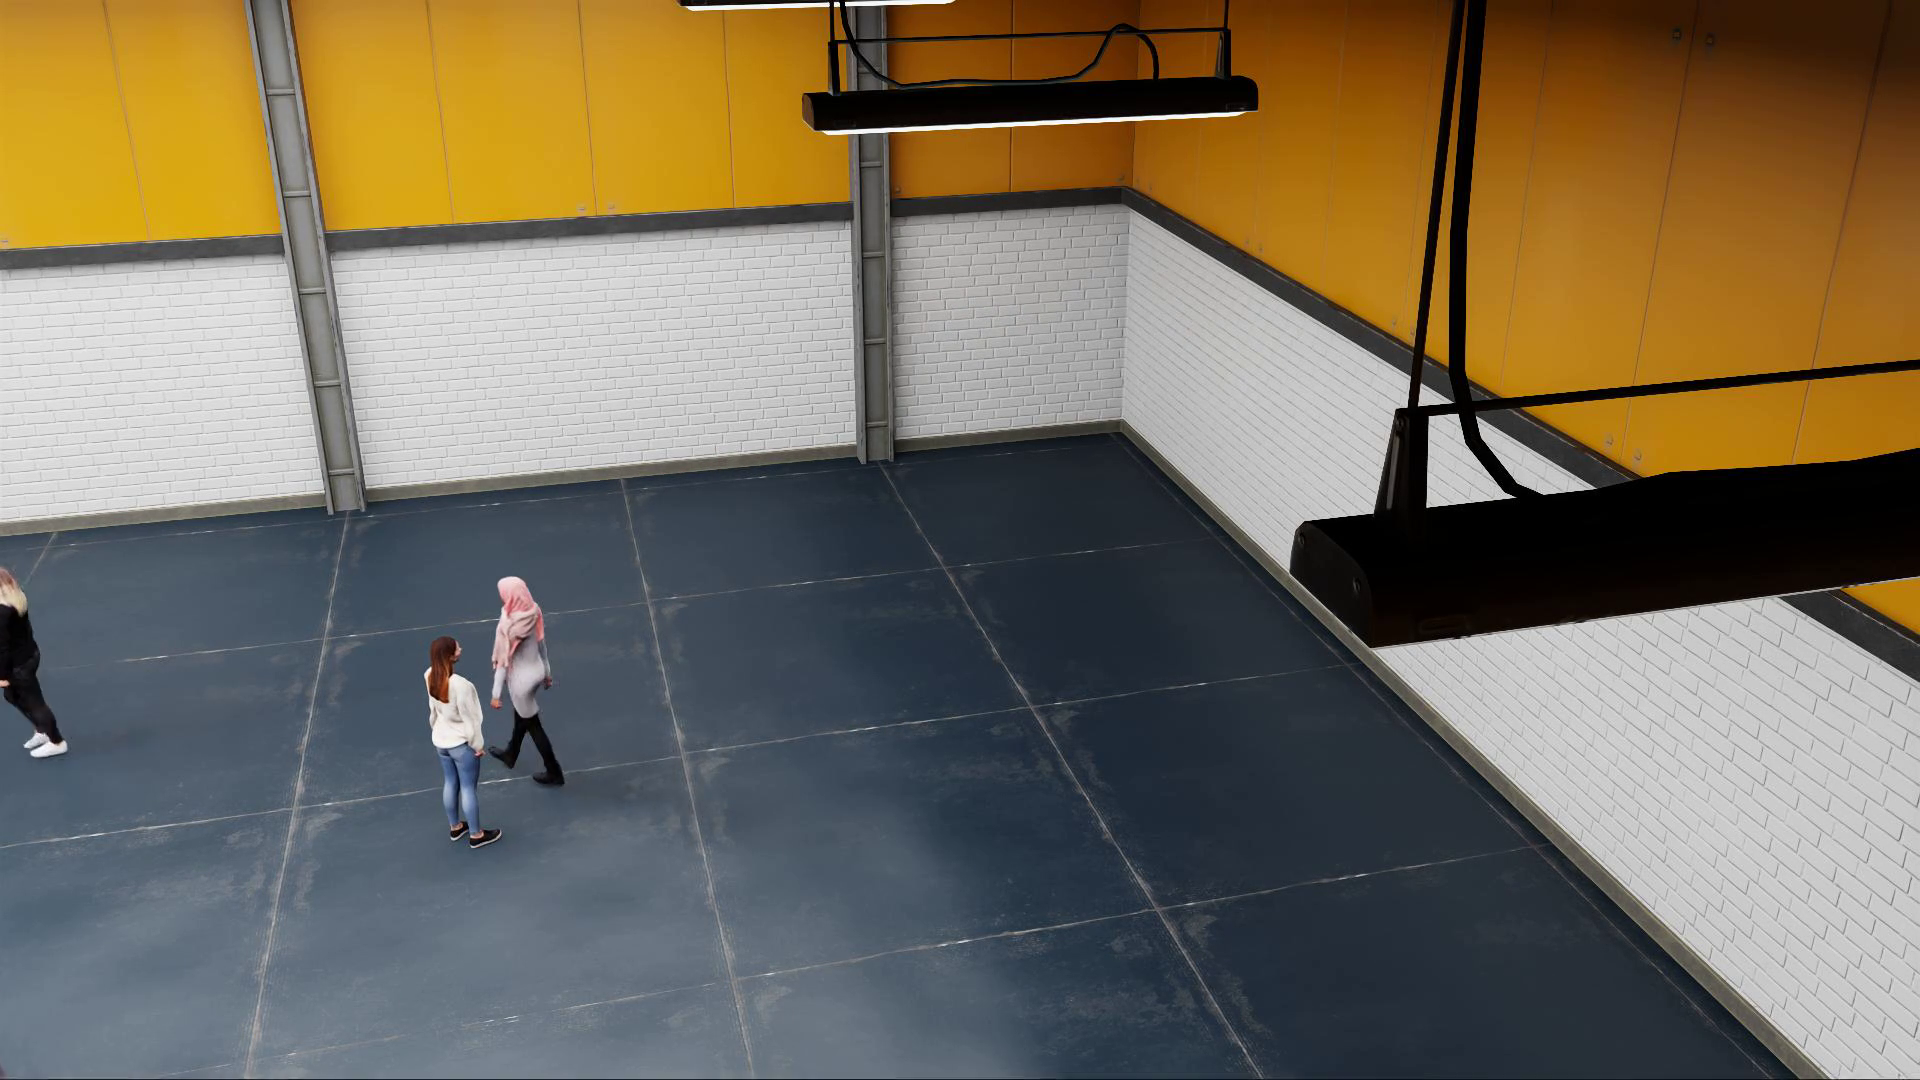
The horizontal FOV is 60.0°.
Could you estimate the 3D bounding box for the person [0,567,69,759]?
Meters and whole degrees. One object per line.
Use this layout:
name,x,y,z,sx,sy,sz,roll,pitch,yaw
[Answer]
person,-7.414,0.981,13.339,0.633,1.672,0.647,-10,25,-21

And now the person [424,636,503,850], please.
person,-3.686,1.472,12.190,0.703,1.692,0.745,16,28,32

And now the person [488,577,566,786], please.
person,-3.300,1.127,12.874,1.097,1.778,0.975,9,25,19
